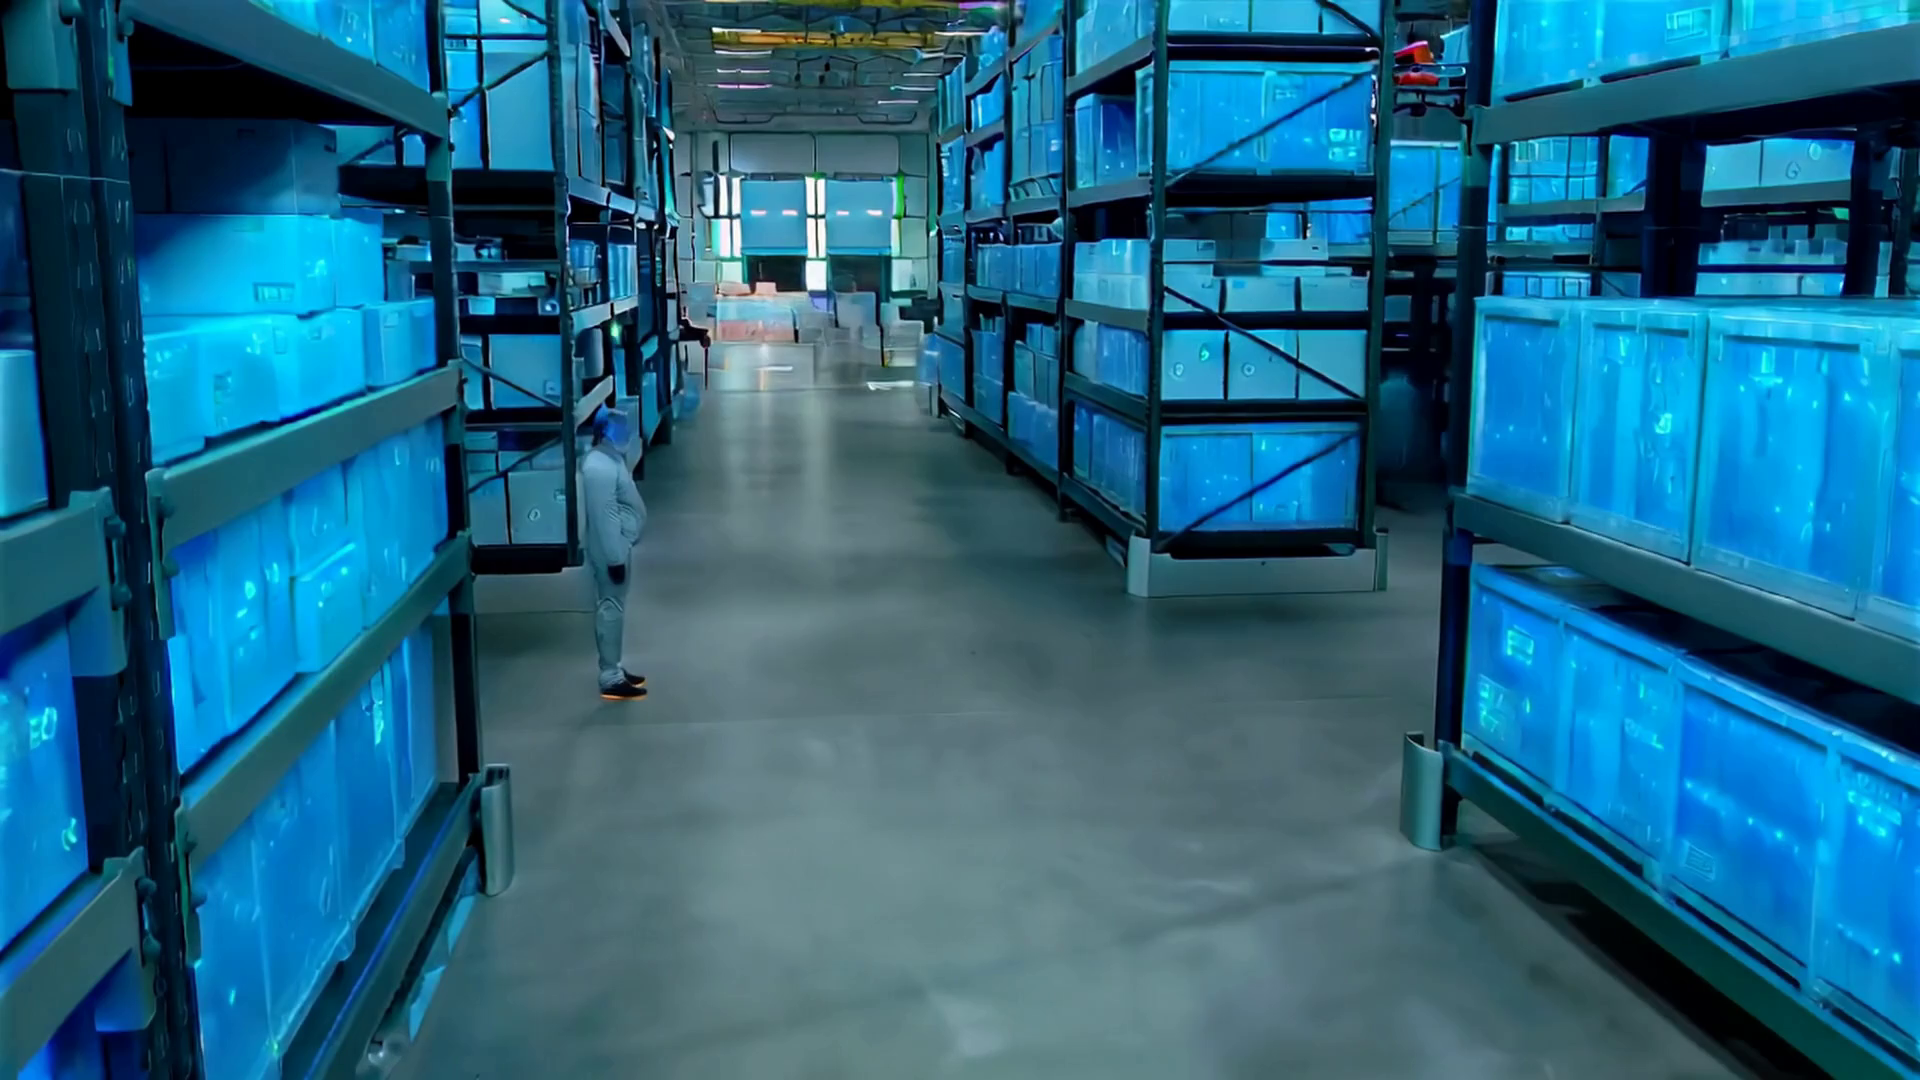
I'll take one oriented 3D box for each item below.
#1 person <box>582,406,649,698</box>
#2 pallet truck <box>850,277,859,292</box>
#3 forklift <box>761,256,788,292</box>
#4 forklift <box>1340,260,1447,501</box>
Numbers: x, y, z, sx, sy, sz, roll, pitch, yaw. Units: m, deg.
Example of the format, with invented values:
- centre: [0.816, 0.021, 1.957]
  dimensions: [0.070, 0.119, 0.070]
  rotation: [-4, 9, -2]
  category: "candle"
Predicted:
- centre: [-2.264, 0.075, 10.951]
  dimensions: [0.408, 1.913, 0.641]
  rotation: [-2, 10, -13]
  category: "person"
- centre: [-3.782, -9.391, 65.808]
  dimensions: [1.885, 1.965, 0.823]
  rotation: [2, 10, 10]
  category: "pallet truck"
- centre: [-6.760, -8.992, 60.913]
  dimensions: [1.129, 2.768, 1.873]
  rotation: [-6, 12, -33]
  category: "forklift"
- centre: [5.163, -1.972, 20.049]
  dimensions: [1.129, 2.768, 1.873]
  rotation: [-1, 10, -7]
  category: "forklift"
